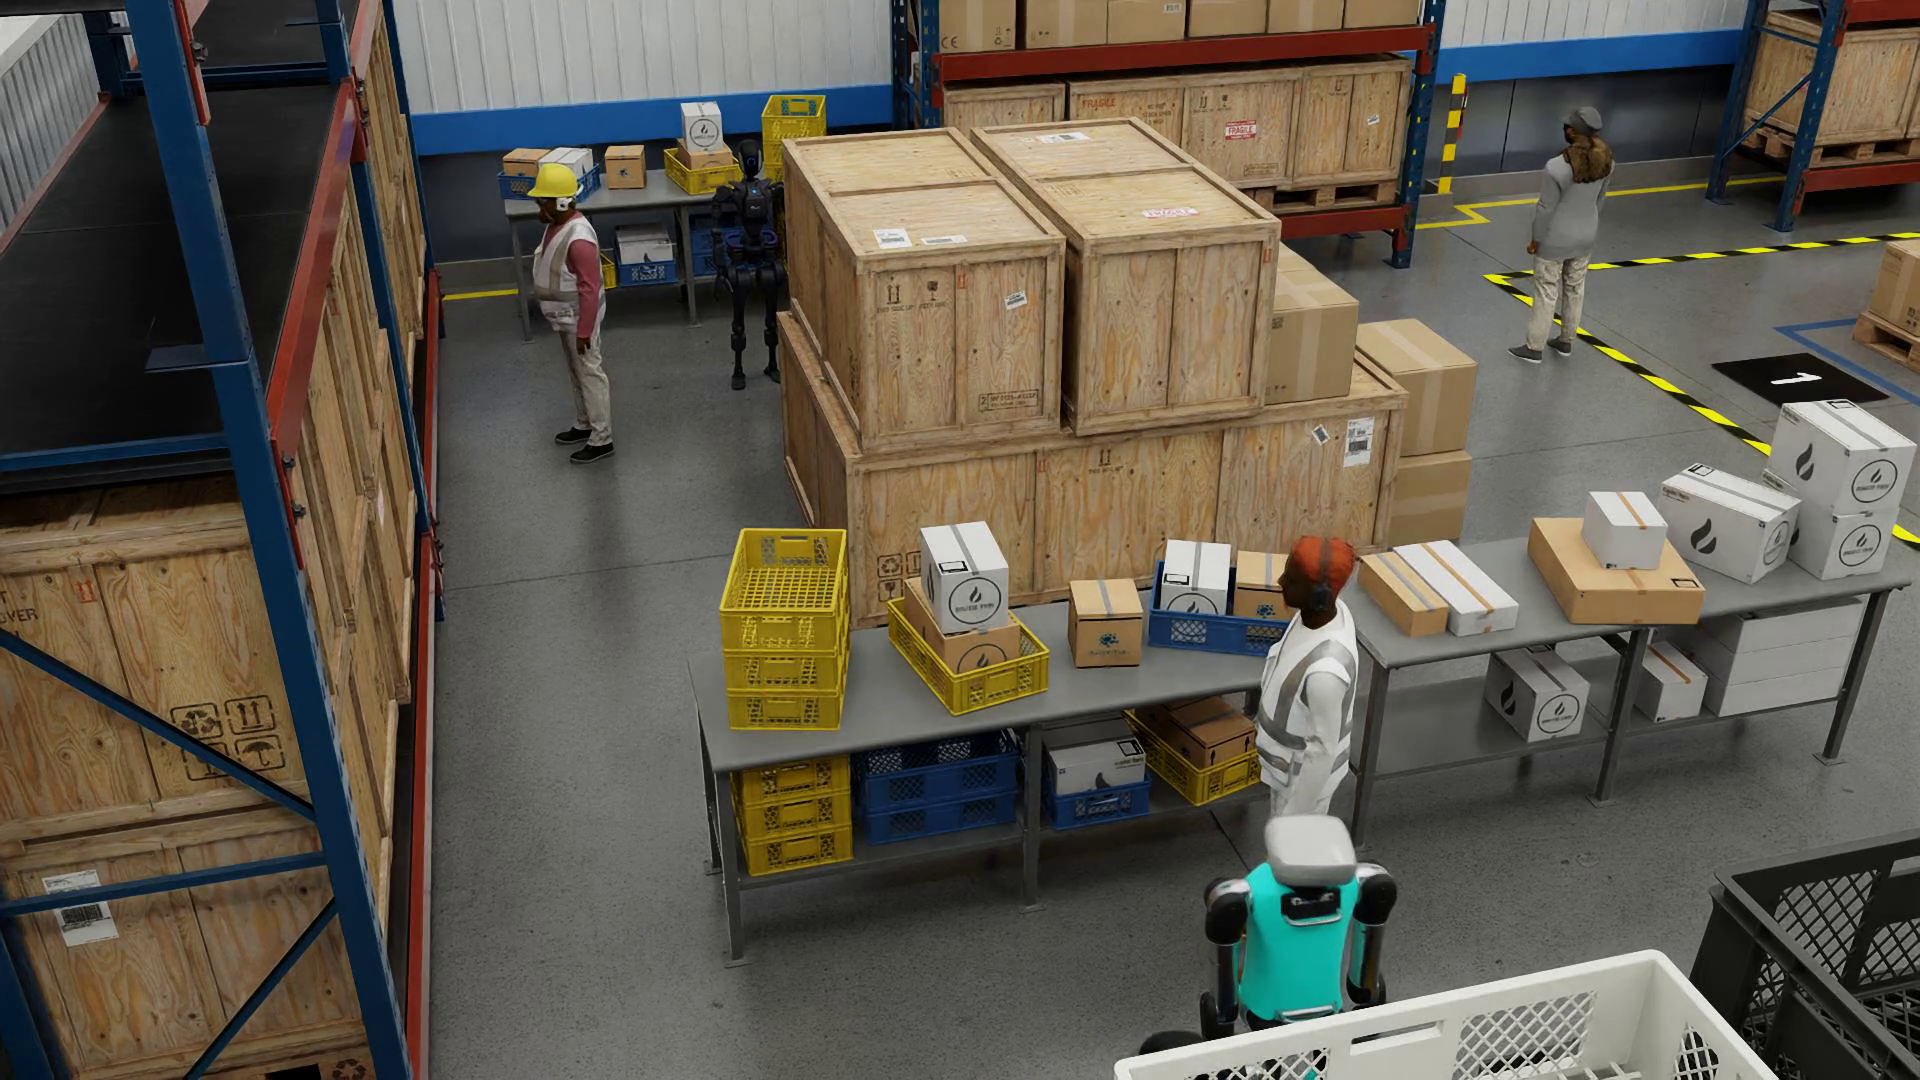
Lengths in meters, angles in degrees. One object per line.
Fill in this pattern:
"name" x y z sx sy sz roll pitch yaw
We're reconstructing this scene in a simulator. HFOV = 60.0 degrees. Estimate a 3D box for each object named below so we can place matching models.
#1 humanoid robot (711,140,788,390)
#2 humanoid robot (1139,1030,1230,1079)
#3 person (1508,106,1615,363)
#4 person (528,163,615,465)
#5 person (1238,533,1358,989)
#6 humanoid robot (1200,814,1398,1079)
"humanoid robot" -1.340 -1.808 10.922 0.599 1.657 0.315 -10 30 -17
"humanoid robot" 0.436 1.853 4.298 0.468 1.644 0.589 4 29 7
"person" 4.121 -2.063 11.306 0.563 1.769 0.399 -13 31 -22
"person" -2.320 -1.349 9.941 0.403 1.834 0.587 -13 31 -22
"person" 1.202 0.816 5.963 0.356 1.882 0.573 3 29 5
"humanoid robot" 0.967 1.603 4.579 0.533 1.694 0.731 -5 29 -9
